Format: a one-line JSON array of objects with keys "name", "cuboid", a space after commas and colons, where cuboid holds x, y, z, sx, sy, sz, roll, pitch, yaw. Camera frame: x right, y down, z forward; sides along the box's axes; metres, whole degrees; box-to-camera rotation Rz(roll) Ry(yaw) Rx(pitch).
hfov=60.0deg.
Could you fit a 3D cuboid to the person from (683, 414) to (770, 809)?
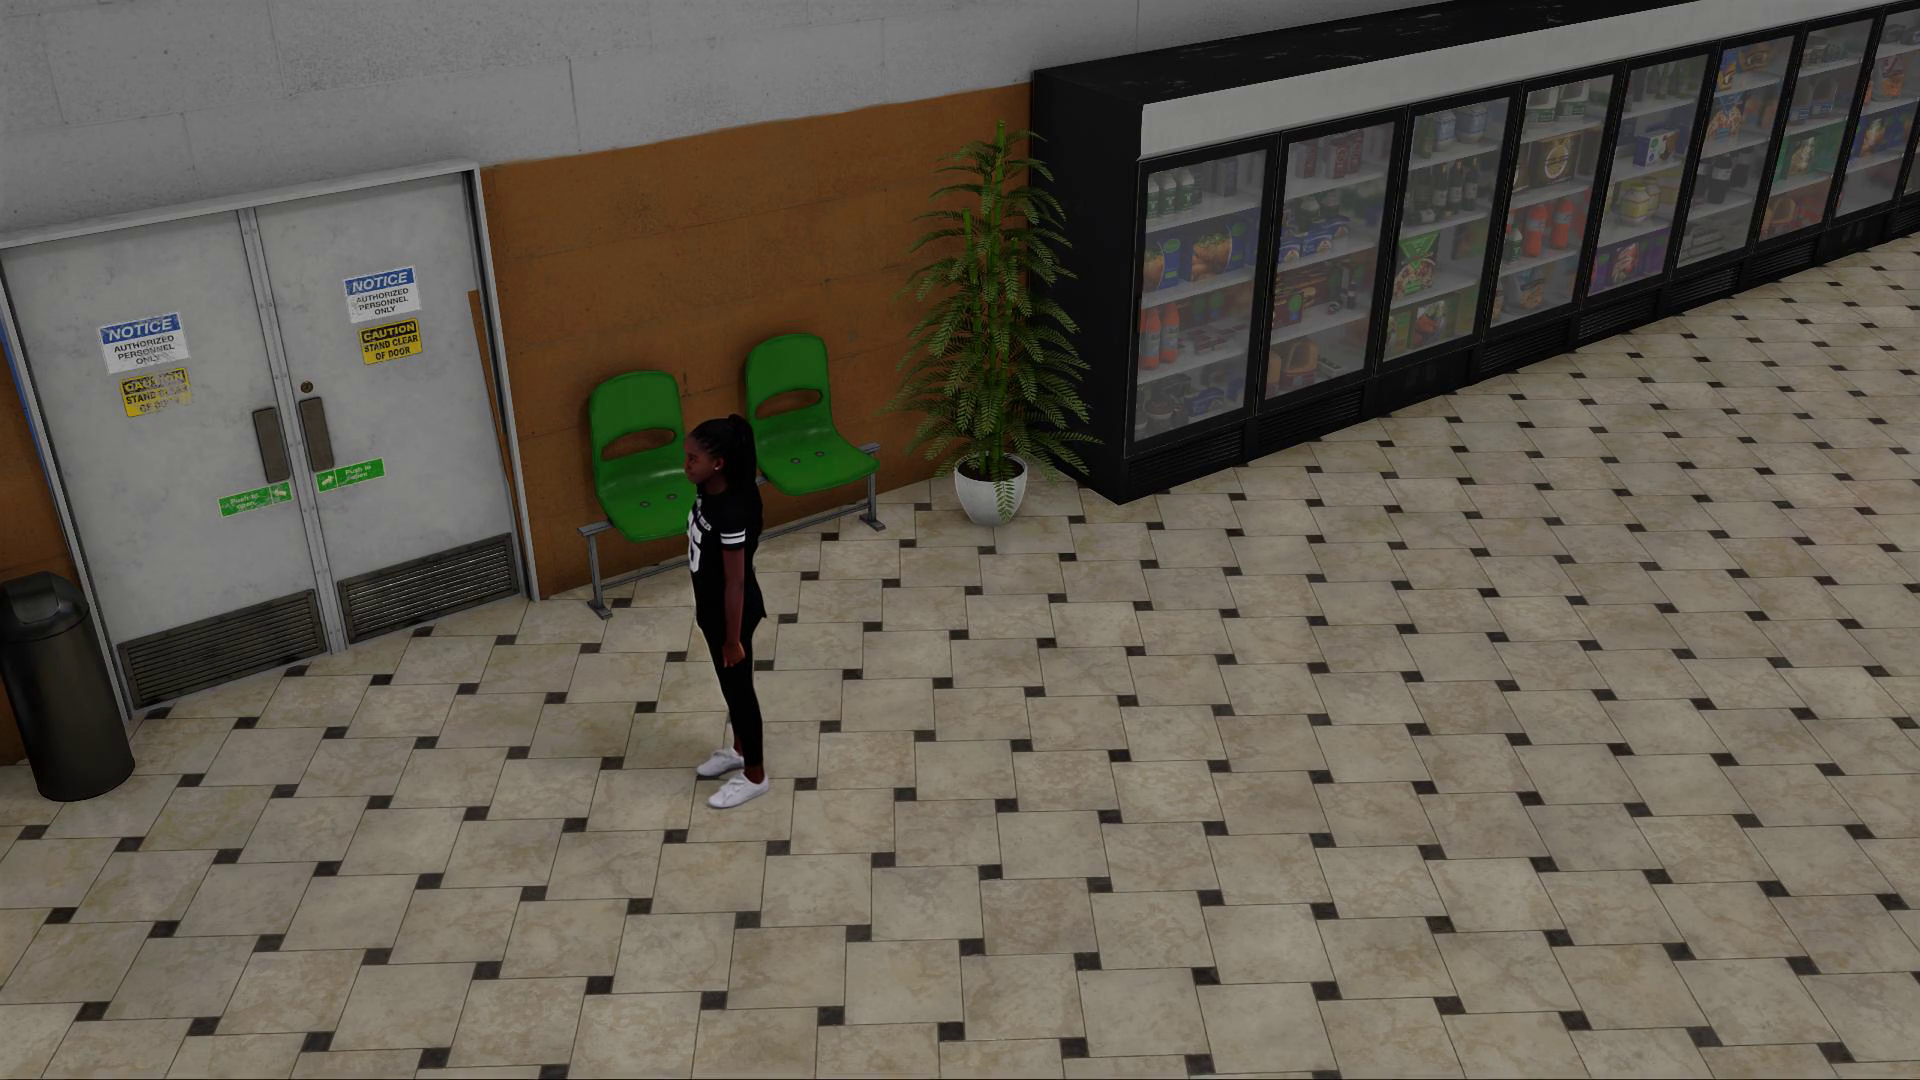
[{"name": "person", "cuboid": [-0.956, 0.291, 6.842, 0.709, 1.731, 0.573, -11, 31, -20]}]
